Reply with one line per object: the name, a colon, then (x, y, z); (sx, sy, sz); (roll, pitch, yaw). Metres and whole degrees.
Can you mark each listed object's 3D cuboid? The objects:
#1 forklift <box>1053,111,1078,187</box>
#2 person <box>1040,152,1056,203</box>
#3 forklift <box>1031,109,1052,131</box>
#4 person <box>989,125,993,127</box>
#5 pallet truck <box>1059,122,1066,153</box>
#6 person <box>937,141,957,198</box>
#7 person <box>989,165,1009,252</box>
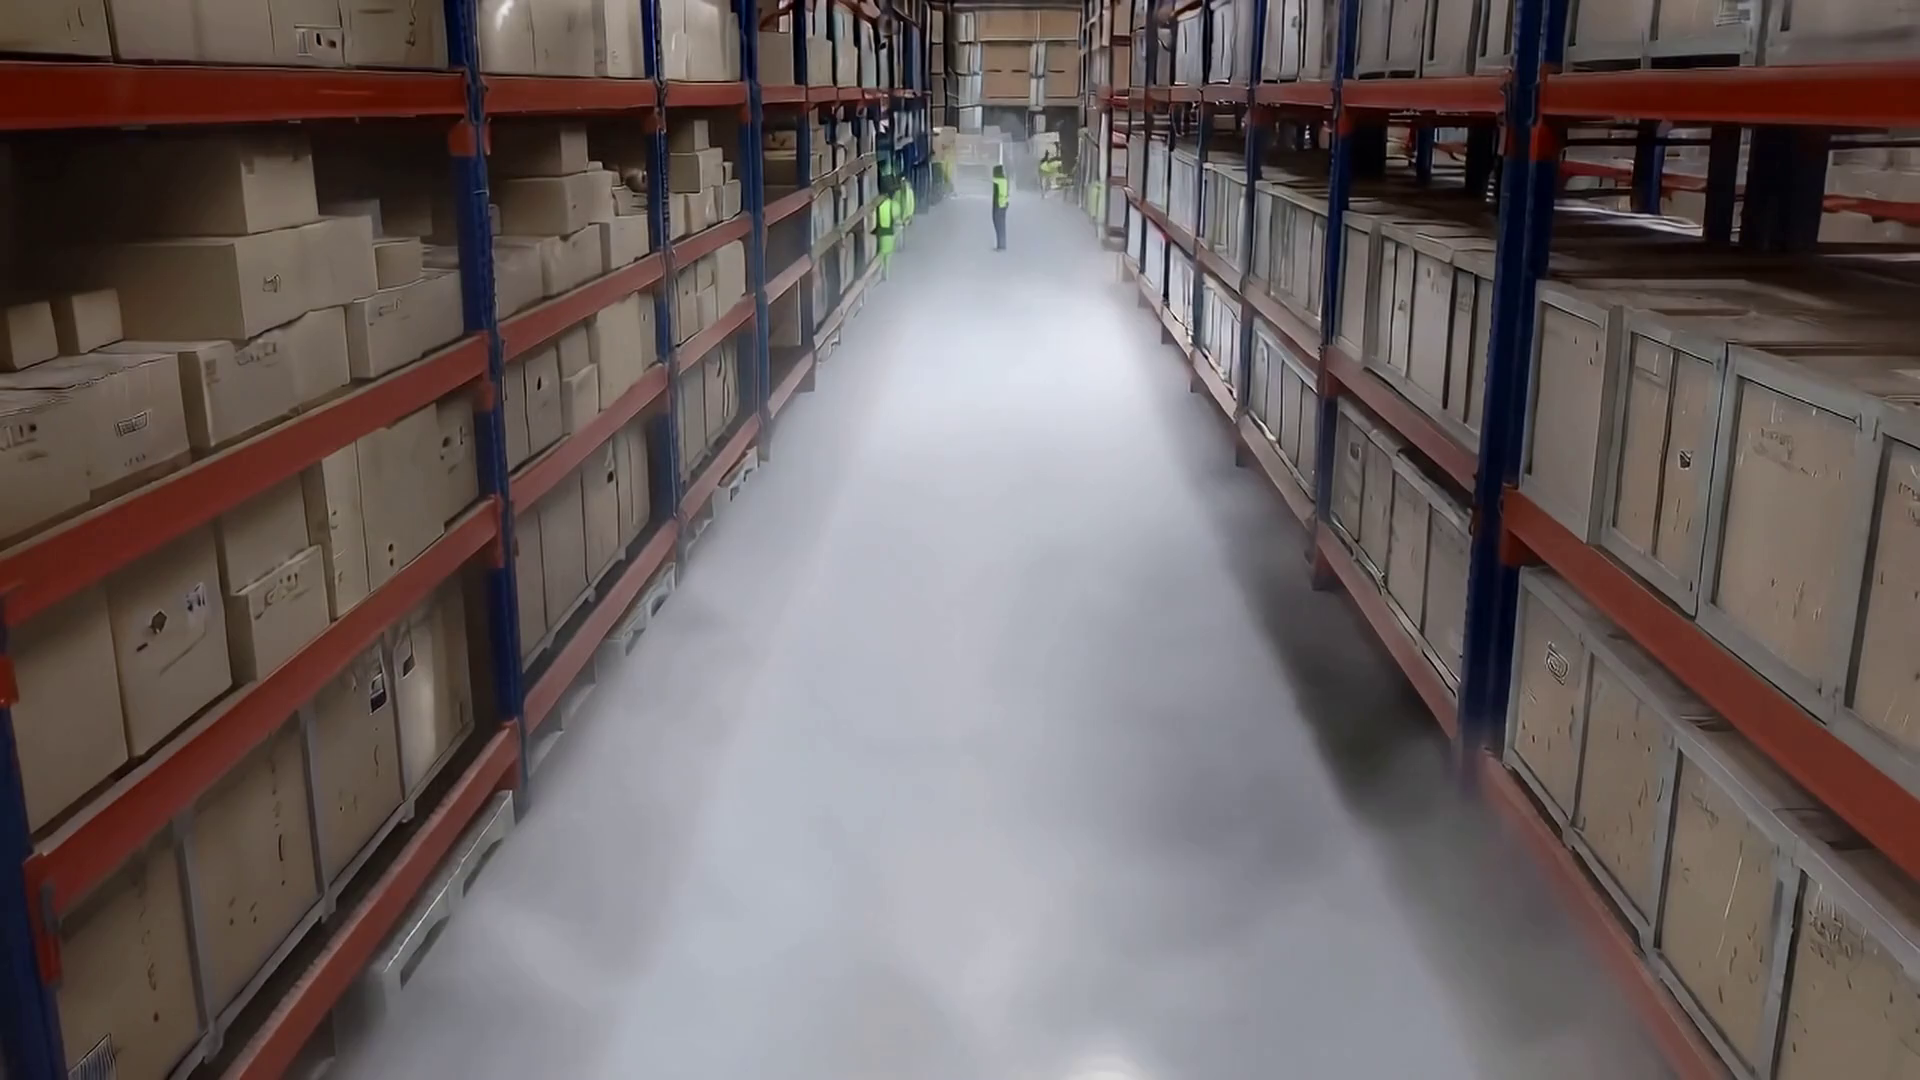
forklift: (4.523, -14.594, 62.091); (1.873, 2.768, 1.129); (7, 17, 26)
person: (2.883, -11.816, 54.180); (0.521, 1.607, 0.774); (3, 15, 10)
forklift: (3.425, -16.734, 70.052); (1.129, 2.768, 1.873); (0, 15, 2)
person: (1.555, -19.414, 81.809); (0.372, 1.940, 0.627); (-1, 15, -3)
pallet truck: (5.788, -21.111, 88.014); (1.885, 1.965, 0.823); (5, 16, 18)
person: (-0.552, -12.513, 56.237); (1.007, 1.882, 0.653); (2, 15, 7)
person: (0.882, -7.410, 37.193); (0.392, 1.915, 0.587); (6, 16, 21)
